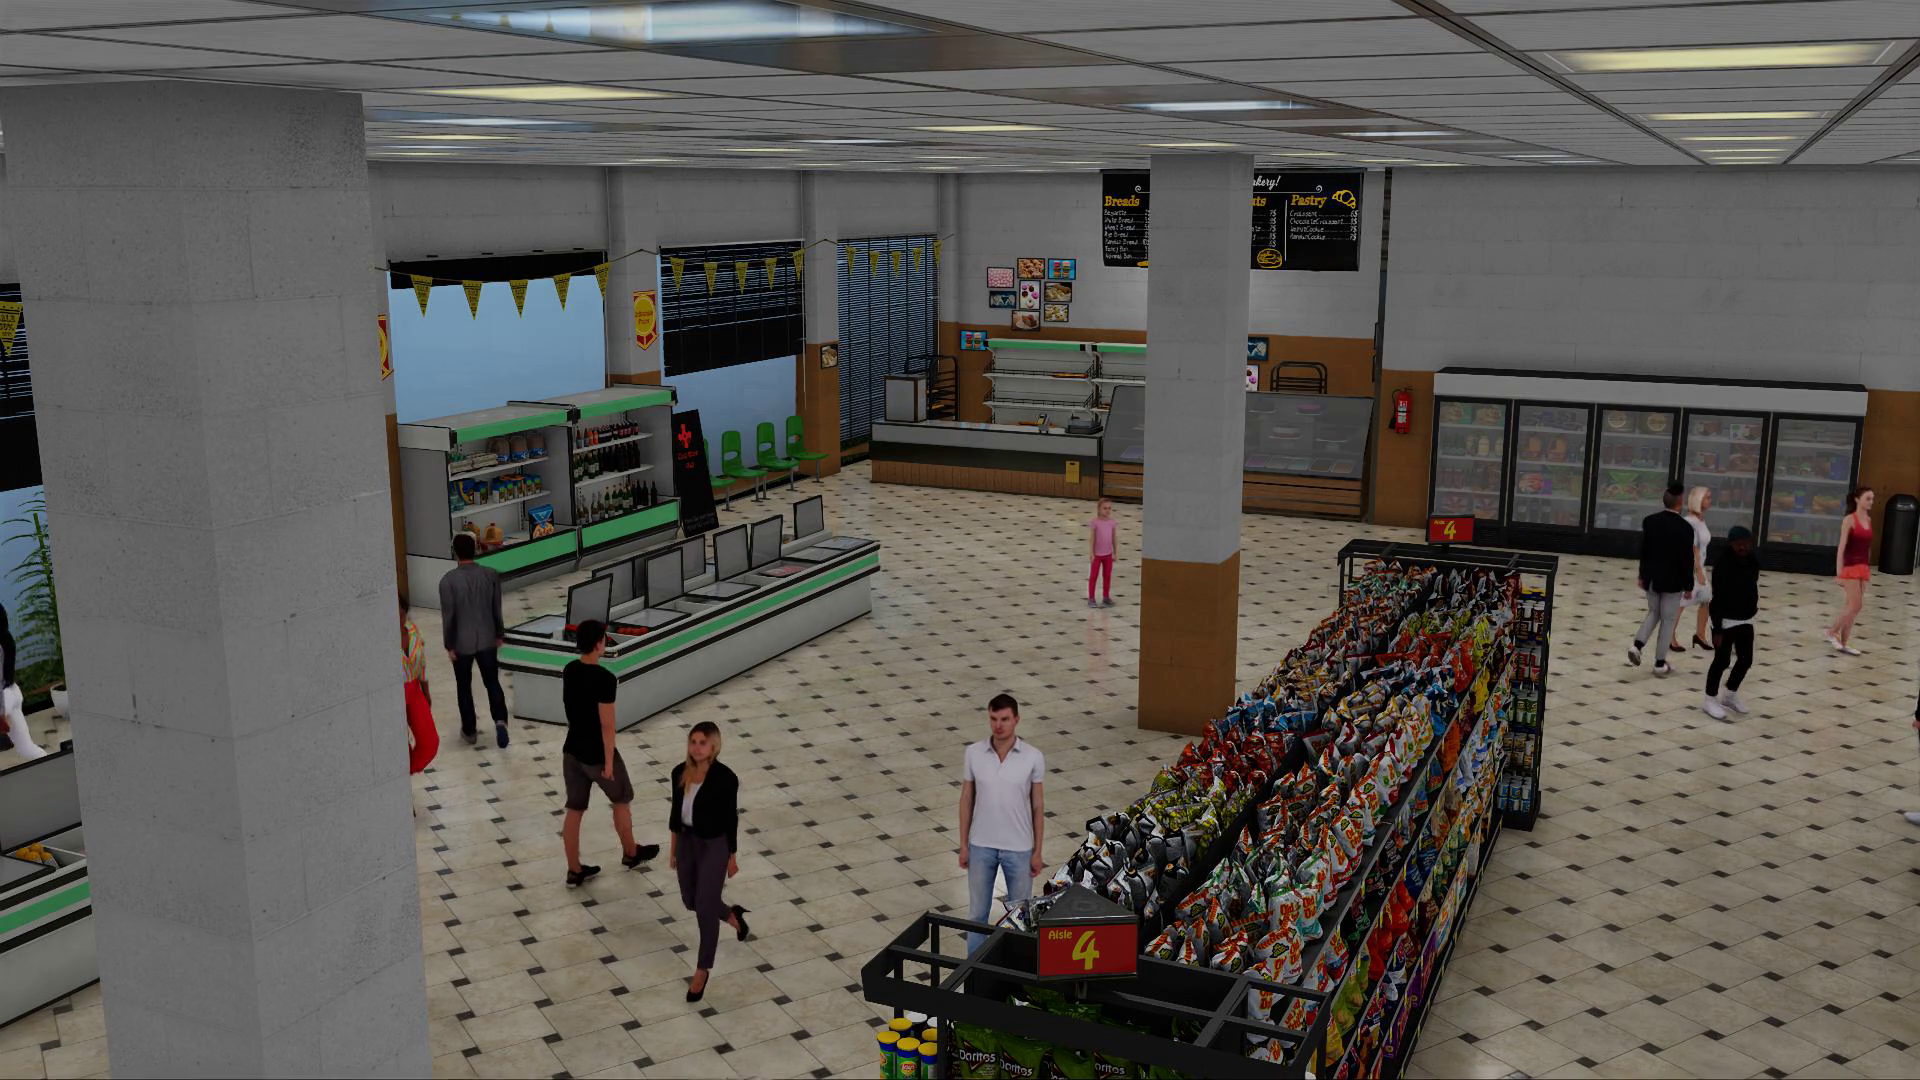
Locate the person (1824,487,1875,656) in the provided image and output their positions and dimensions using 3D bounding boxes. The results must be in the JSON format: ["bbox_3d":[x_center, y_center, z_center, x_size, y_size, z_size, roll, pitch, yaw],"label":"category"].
[{"bbox_3d":[9.110,0.298,17.087,0.716,1.749,0.777,-6,13,-26],"label":"person"}]

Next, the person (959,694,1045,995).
[{"bbox_3d":[0.243,1.791,9.749,0.705,1.851,0.637,2,12,10],"label":"person"}]

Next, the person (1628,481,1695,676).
[{"bbox_3d":[6.821,0.381,16.234,0.978,1.937,0.916,-7,14,-31],"label":"person"}]

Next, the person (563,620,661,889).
[{"bbox_3d":[-2.581,1.472,11.301,0.712,1.835,0.982,7,14,29],"label":"person"}]

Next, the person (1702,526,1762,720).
[{"bbox_3d":[6.907,0.732,14.951,0.830,1.779,0.881,-7,14,-30],"label":"person"}]

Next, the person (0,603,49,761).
[{"bbox_3d":[-7.164,1.280,12.572,1.112,1.688,1.144,-3,12,-13],"label":"person"}]

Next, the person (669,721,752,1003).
[{"bbox_3d":[-1.488,1.866,9.884,0.585,1.647,0.944,5,13,24],"label":"person"}]

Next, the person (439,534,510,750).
[{"bbox_3d":[-4.076,0.884,14.051,1.118,1.853,1.117,-7,14,-29],"label":"person"}]

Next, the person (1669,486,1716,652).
[{"bbox_3d":[7.424,0.308,17.092,0.731,1.726,0.728,10,16,40],"label":"person"}]

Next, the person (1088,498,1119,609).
[{"bbox_3d":[1.620,0.139,19.013,0.559,1.267,0.612,-4,12,-16],"label":"person"}]
